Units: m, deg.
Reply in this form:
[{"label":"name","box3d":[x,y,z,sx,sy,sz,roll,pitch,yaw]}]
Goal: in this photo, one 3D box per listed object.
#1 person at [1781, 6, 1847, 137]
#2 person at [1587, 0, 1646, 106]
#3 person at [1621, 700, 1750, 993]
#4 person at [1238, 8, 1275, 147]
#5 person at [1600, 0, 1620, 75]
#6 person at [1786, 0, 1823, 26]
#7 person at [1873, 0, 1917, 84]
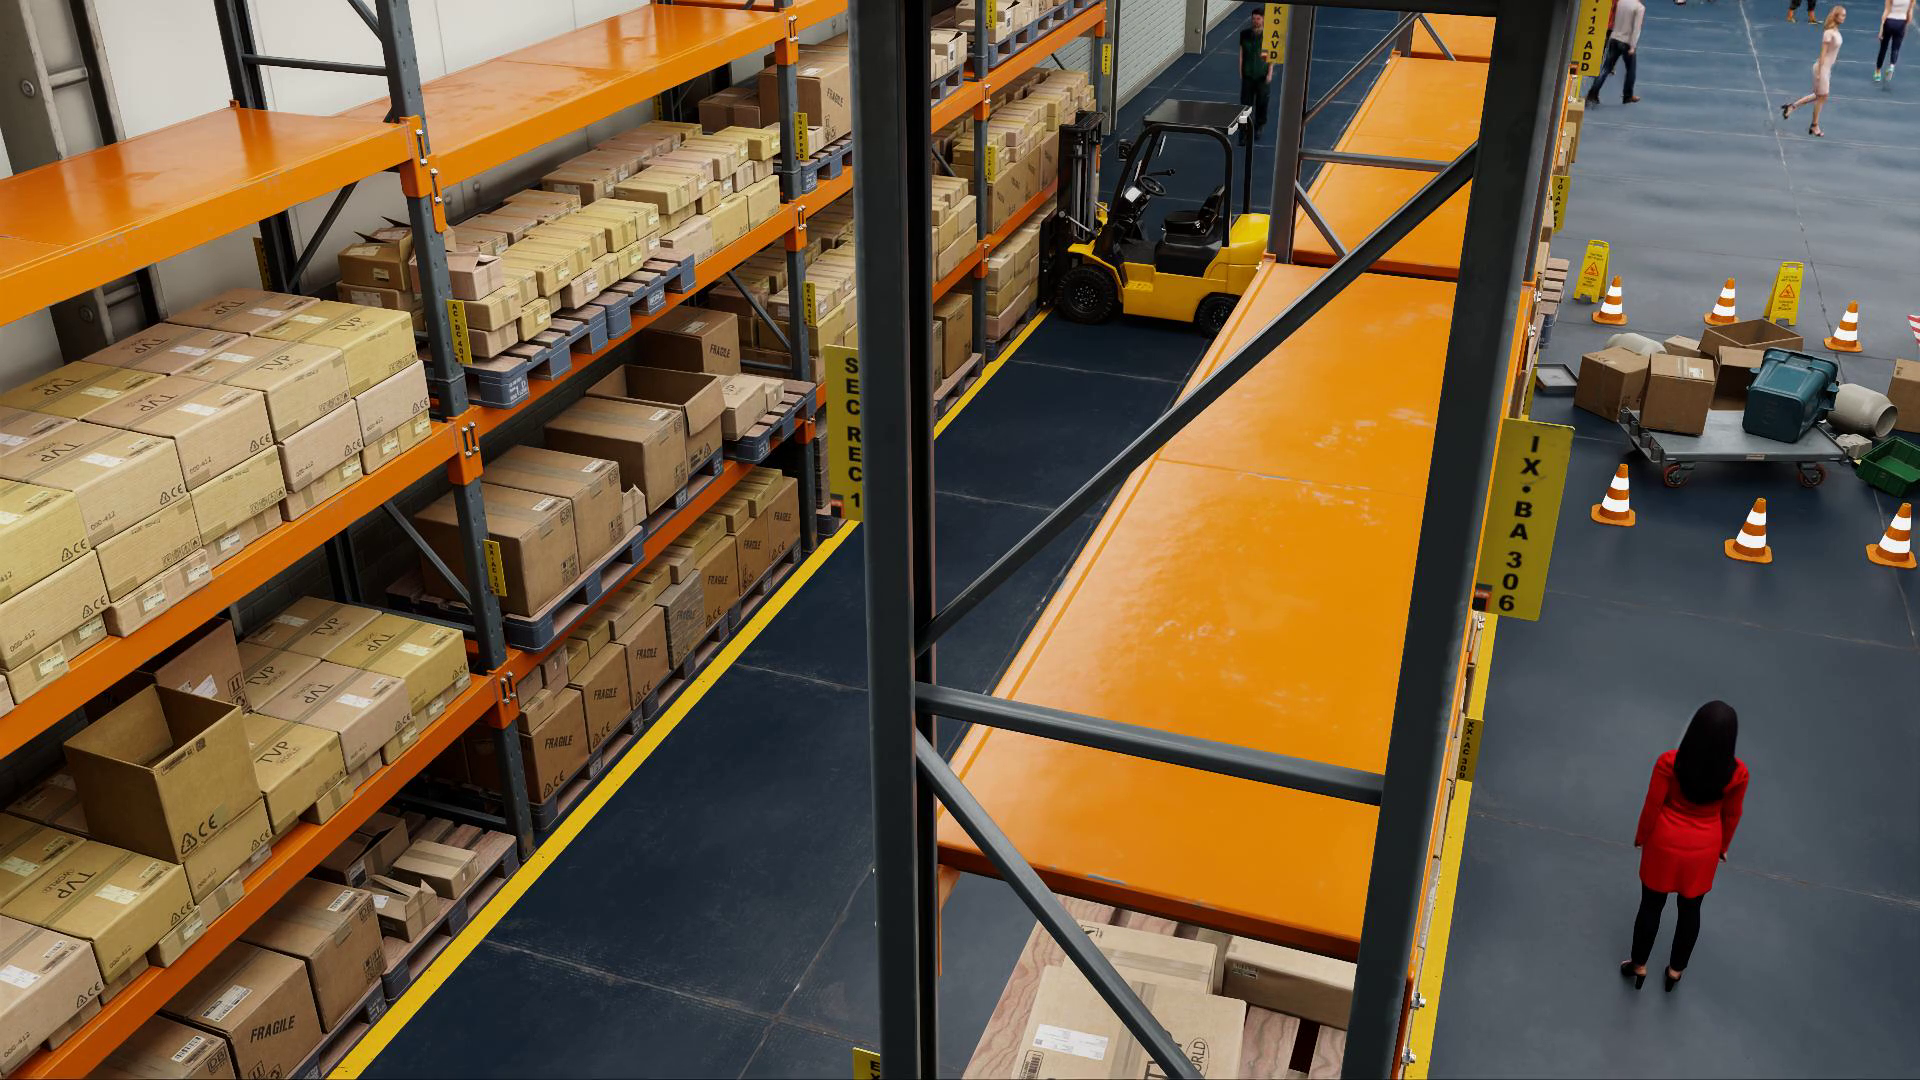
[{"label":"person","box3d":[12.305,-6.738,23.891,0.849,1.813,0.927,23,36,36]},{"label":"person","box3d":[10.031,-7.547,25.343,1.306,1.876,1.232,-13,31,-23]},{"label":"person","box3d":[3.647,1.554,8.390,0.649,1.748,0.642,6,29,11]},{"label":"person","box3d":[4.202,-6.528,23.461,0.727,1.847,1.273,8,29,14]},{"label":"person","box3d":[10.820,-8.573,27.454,0.675,1.703,0.658,0,28,1]},{"label":"person","box3d":[15.954,-10.542,31.436,0.939,1.434,0.968,-16,32,-27]},{"label":"person","box3d":[15.024,-8.175,26.730,0.620,1.680,1.032,11,30,19]}]
